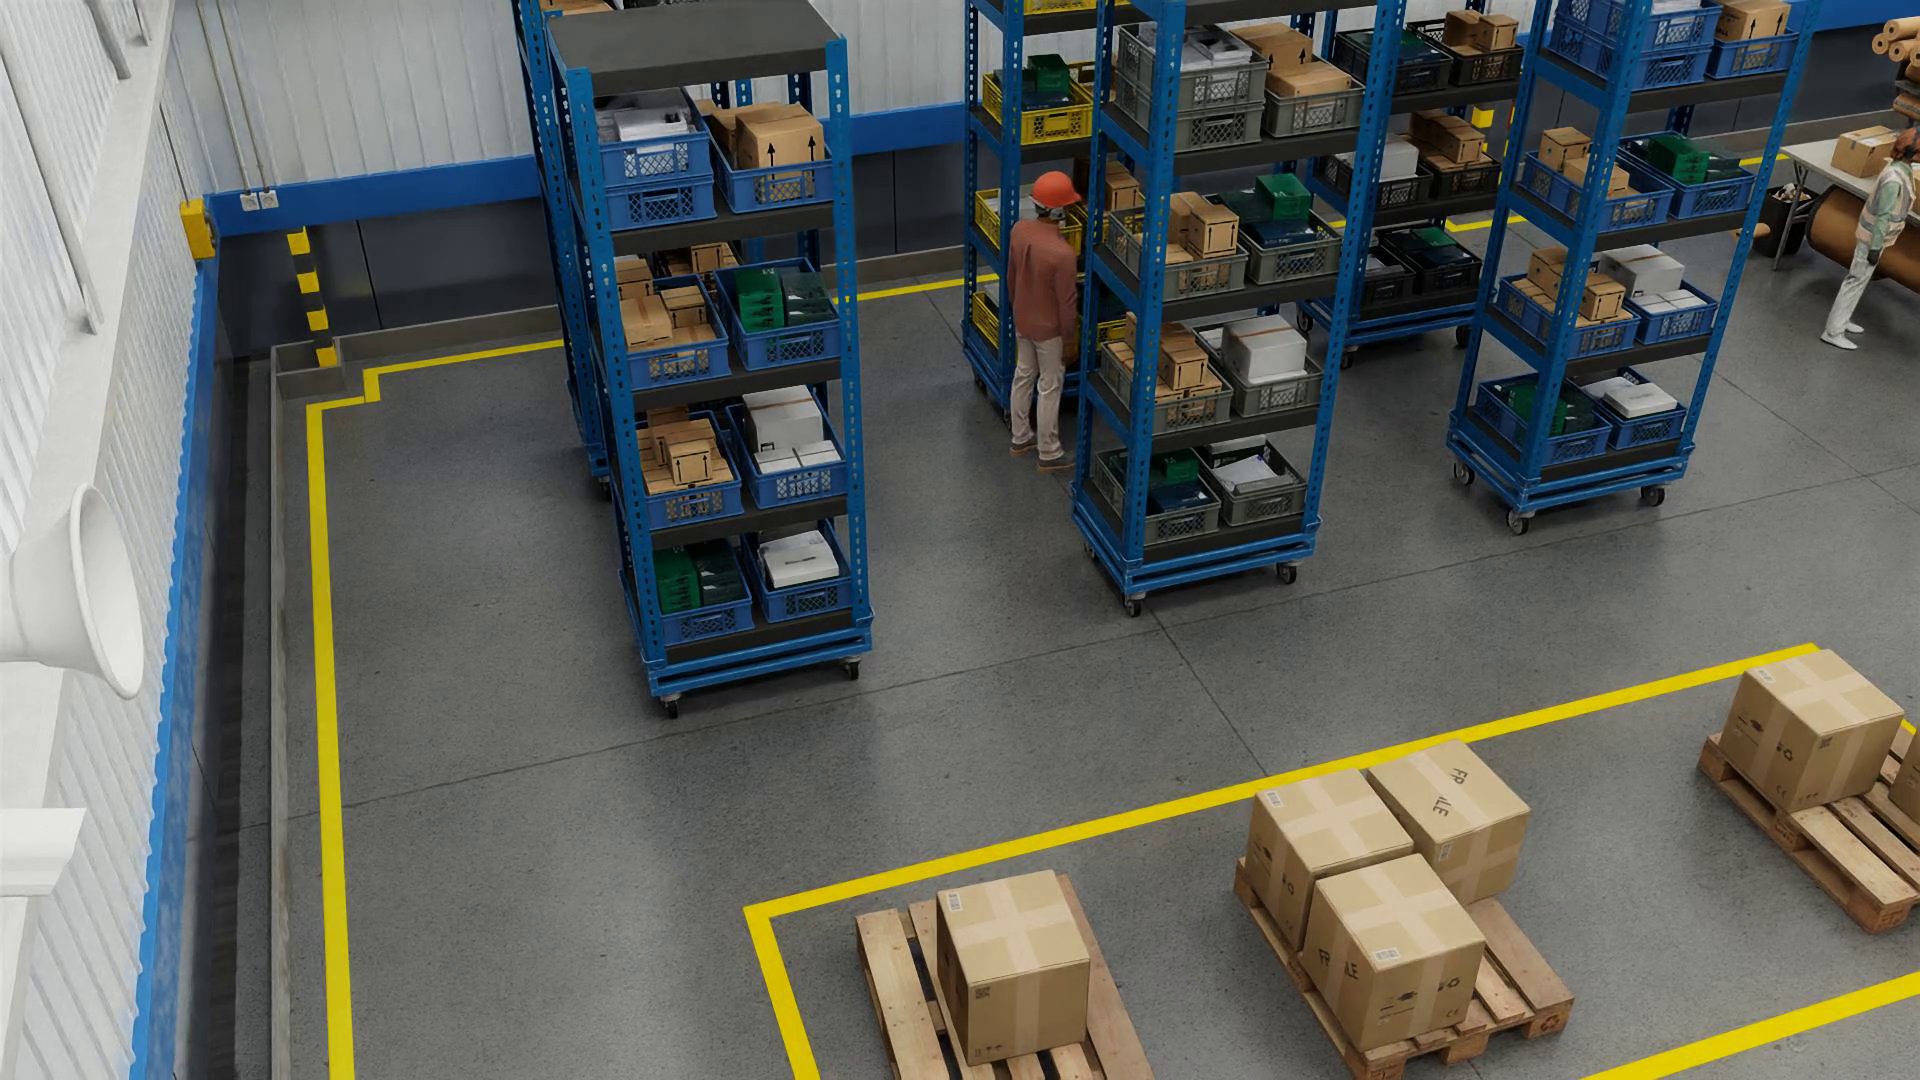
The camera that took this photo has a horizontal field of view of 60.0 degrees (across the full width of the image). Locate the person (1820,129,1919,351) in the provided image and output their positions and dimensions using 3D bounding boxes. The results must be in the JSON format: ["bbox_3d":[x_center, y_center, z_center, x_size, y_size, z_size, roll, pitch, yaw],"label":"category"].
[{"bbox_3d":[6.572,-2.159,11.919,0.312,1.631,0.514,21,40,26],"label":"person"}]

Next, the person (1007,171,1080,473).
[{"bbox_3d":[0.539,-1.374,10.495,0.394,1.994,0.612,-22,41,-28],"label":"person"}]
